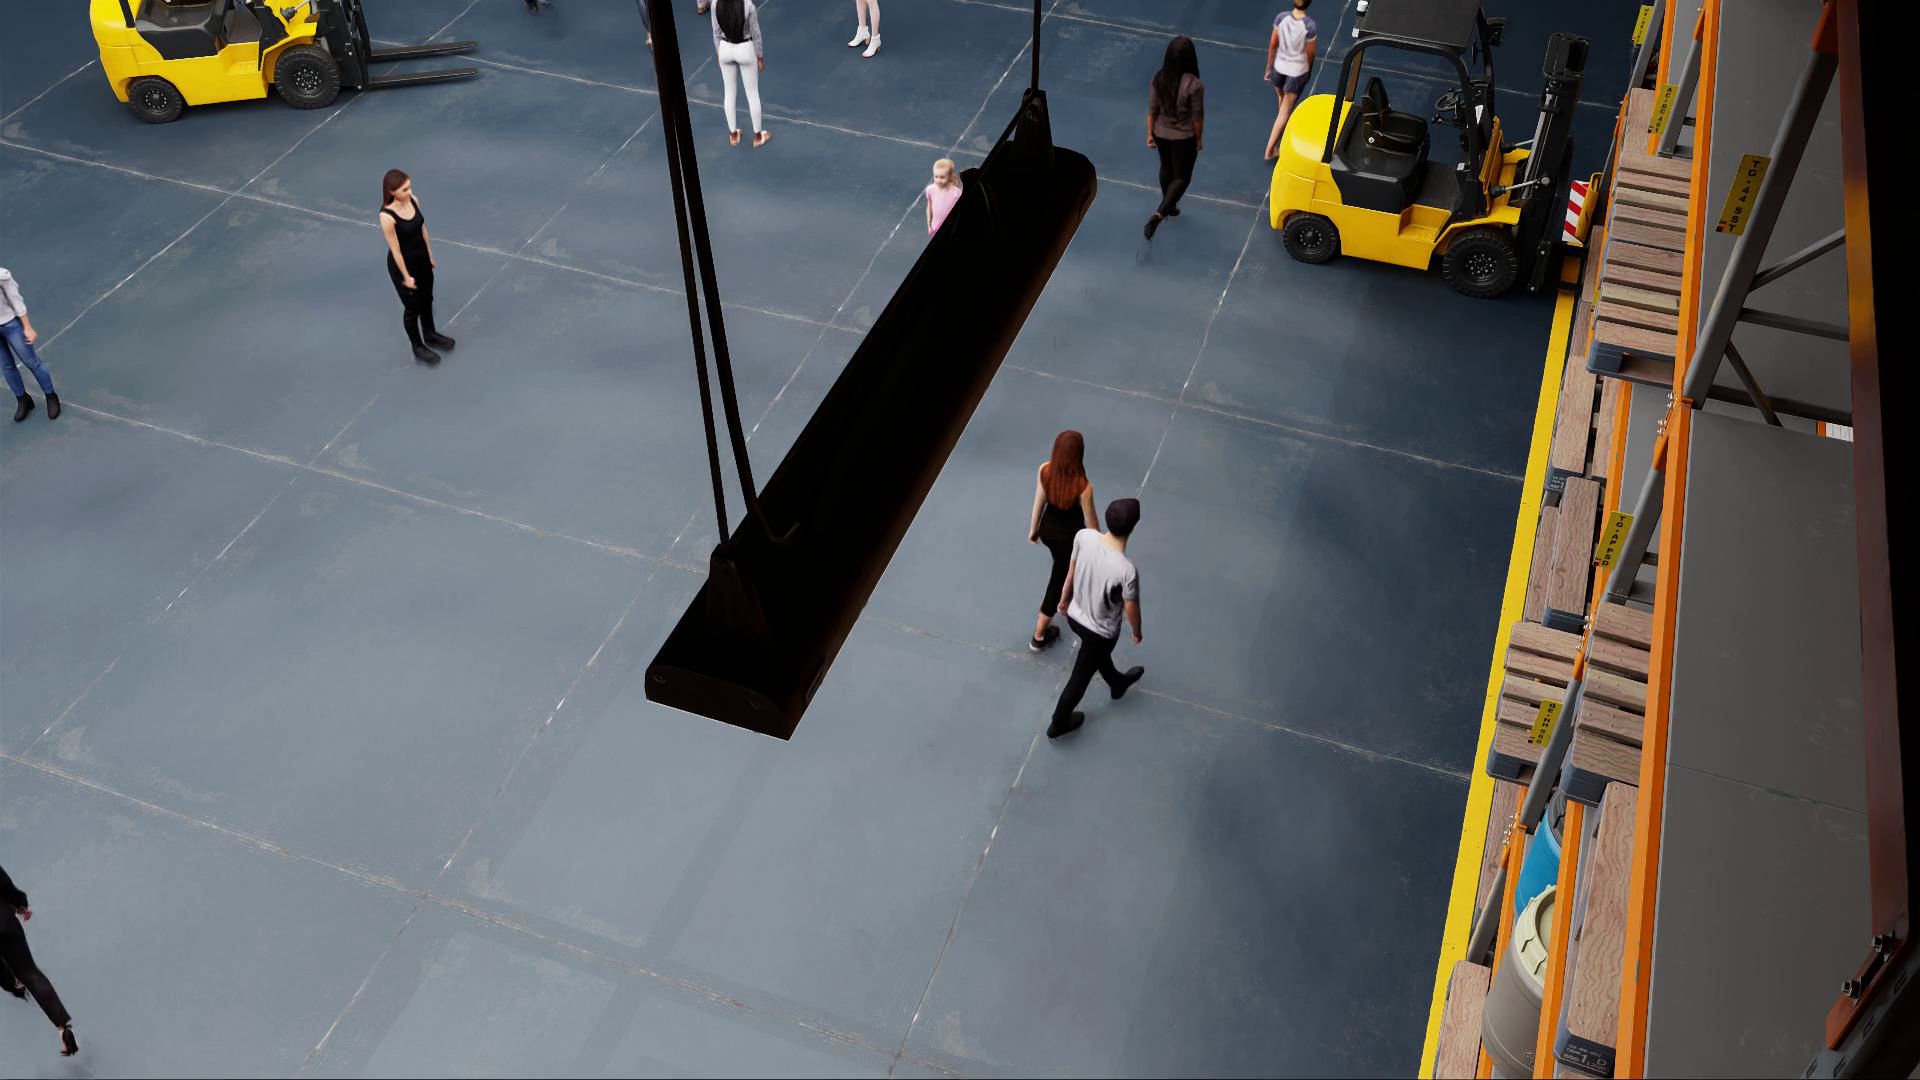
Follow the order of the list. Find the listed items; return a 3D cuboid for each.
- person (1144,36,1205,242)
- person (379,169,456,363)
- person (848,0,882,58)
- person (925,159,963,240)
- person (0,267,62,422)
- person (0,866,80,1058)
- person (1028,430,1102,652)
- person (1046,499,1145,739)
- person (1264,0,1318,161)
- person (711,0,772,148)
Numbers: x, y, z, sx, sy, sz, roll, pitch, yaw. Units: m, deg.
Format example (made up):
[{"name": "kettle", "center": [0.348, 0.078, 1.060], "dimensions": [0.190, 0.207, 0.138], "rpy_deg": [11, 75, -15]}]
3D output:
[{"name": "person", "center": [1.803, -3.377, 14.214], "dimensions": [0.827, 1.820, 1.123], "rpy_deg": [25, 49, 24]}, {"name": "person", "center": [-4.304, -2.156, 13.031], "dimensions": [0.619, 1.683, 0.478], "rpy_deg": [15, 46, 15]}, {"name": "person", "center": [-0.978, -5.788, 16.739], "dimensions": [0.690, 1.827, 0.672], "rpy_deg": [-26, 49, -25]}, {"name": "person", "center": [-0.101, -2.622, 13.827], "dimensions": [0.555, 1.260, 0.830], "rpy_deg": [9, 44, 9]}, {"name": "person", "center": [-7.190, -1.603, 12.487], "dimensions": [0.669, 1.633, 0.645], "rpy_deg": [-3, 44, -3]}, {"name": "person", "center": [-4.996, 2.088, 8.587], "dimensions": [1.136, 1.669, 1.066], "rpy_deg": [-32, 52, -29]}, {"name": "person", "center": [0.596, 0.038, 10.720], "dimensions": [0.849, 1.694, 1.118], "rpy_deg": [30, 51, 28]}, {"name": "person", "center": [0.747, 0.548, 10.091], "dimensions": [1.185, 1.823, 1.056], "rpy_deg": [-28, 50, -26]}, {"name": "person", "center": [3.002, -4.258, 15.322], "dimensions": [0.770, 1.566, 1.095], "rpy_deg": [26, 50, 25]}, {"name": "person", "center": [-2.061, -4.484, 15.446], "dimensions": [0.628, 1.724, 0.550], "rpy_deg": [7, 44, 7]}]
